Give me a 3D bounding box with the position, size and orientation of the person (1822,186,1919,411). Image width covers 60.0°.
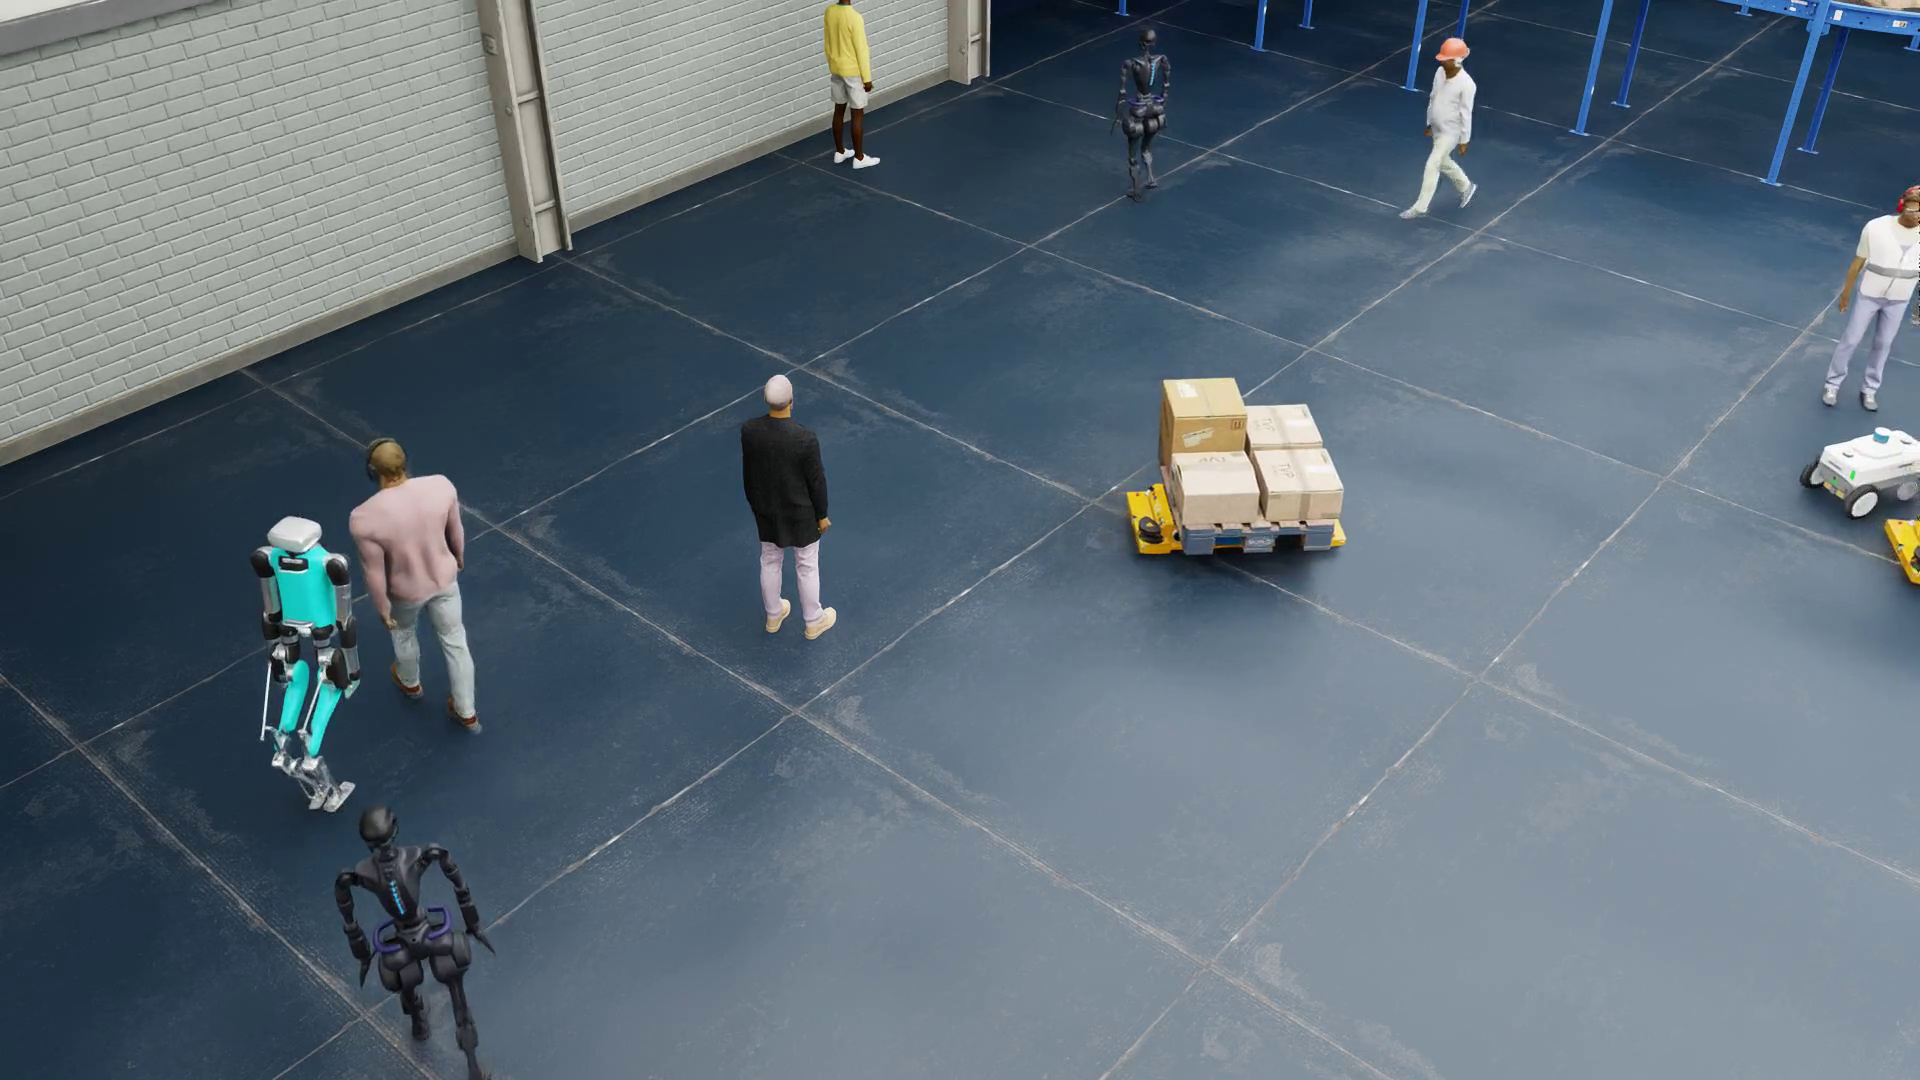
[{"bbox_3d":[7.009,-1.849,12.643,0.570,1.832,0.409,7,36,10],"label":"person"}]

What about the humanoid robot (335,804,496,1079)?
[{"bbox_3d":[-2.478,1.833,7.631,0.613,1.626,0.733,-13,38,-18],"label":"humanoid robot"}]

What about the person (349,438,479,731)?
[{"bbox_3d":[-3.177,0.200,9.693,0.643,1.902,0.881,-22,41,-28],"label":"person"}]

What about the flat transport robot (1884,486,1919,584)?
[{"bbox_3d":[7.116,0.101,11.246,1.431,0.231,0.659,5,36,8],"label":"flat transport robot"}]

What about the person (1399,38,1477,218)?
[{"bbox_3d":[4.611,-3.870,15.578,0.774,1.714,0.594,-8,36,-11],"label":"person"}]

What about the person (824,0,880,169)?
[{"bbox_3d":[-1.100,-4.633,16.489,0.543,1.899,0.377,27,43,32],"label":"person"}]

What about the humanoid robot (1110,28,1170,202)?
[{"bbox_3d":[1.731,-4.059,15.877,0.589,1.648,0.334,-15,38,-20],"label":"humanoid robot"}]

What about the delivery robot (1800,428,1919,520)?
[{"bbox_3d":[6.485,-0.515,11.872,0.807,0.603,0.499,-12,37,-16],"label":"delivery robot"}]

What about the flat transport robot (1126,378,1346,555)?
[{"bbox_3d":[1.922,-0.184,11.645,1.431,0.231,0.659,-2,36,-3],"label":"flat transport robot"}]

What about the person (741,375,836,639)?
[{"bbox_3d":[-1.065,-0.187,10.282,0.544,1.856,0.401,11,37,15],"label":"person"}]

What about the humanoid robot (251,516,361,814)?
[{"bbox_3d":[-3.559,0.798,9.003,0.545,1.752,0.821,4,36,6],"label":"humanoid robot"}]
